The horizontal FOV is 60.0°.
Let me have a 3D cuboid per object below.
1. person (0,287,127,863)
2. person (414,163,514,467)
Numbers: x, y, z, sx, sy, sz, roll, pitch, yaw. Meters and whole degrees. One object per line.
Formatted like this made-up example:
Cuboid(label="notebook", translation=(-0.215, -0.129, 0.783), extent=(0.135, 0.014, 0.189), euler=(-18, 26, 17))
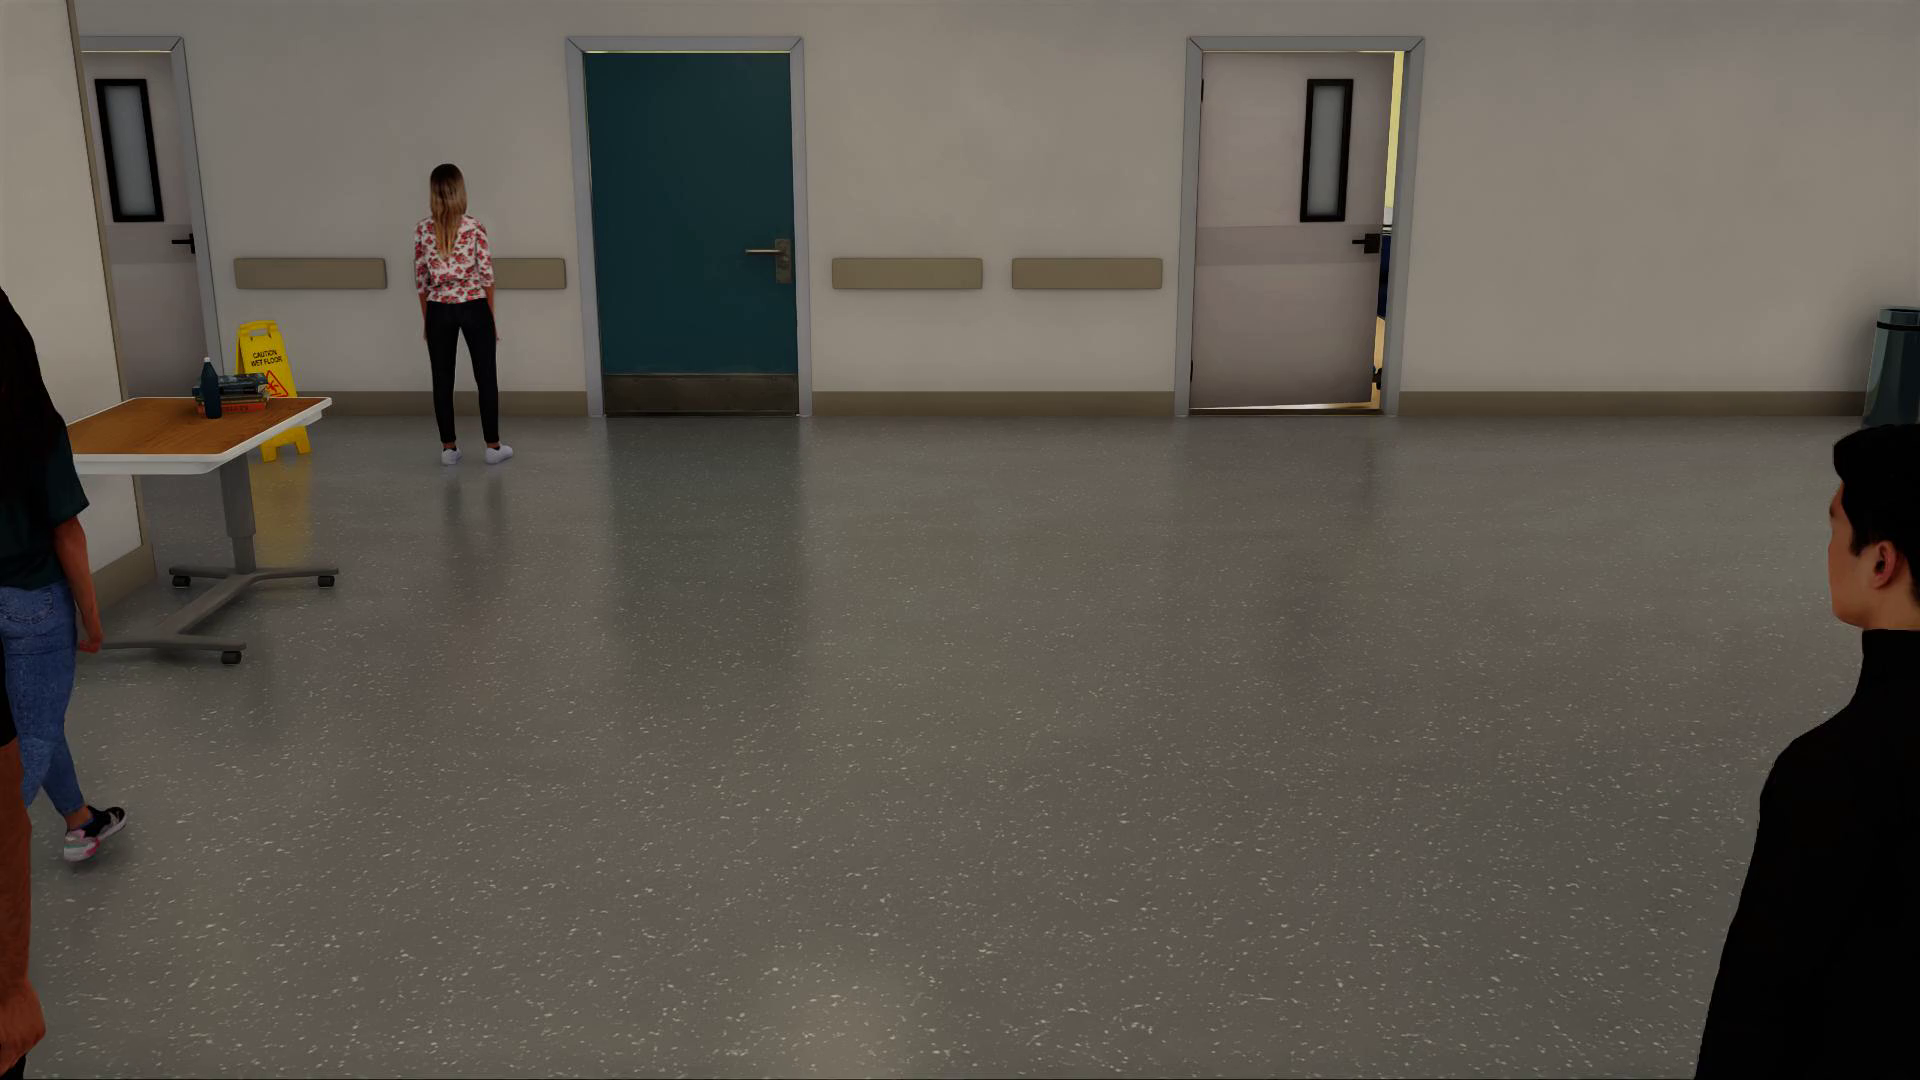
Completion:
Cuboid(label="person", translation=(-2.415, 0.184, 4.160), extent=(0.979, 1.594, 0.667), euler=(1, 16, 2))
Cuboid(label="person", translation=(-2.742, -1.226, 9.092), extent=(0.446, 1.632, 0.626), euler=(0, 16, 0))
